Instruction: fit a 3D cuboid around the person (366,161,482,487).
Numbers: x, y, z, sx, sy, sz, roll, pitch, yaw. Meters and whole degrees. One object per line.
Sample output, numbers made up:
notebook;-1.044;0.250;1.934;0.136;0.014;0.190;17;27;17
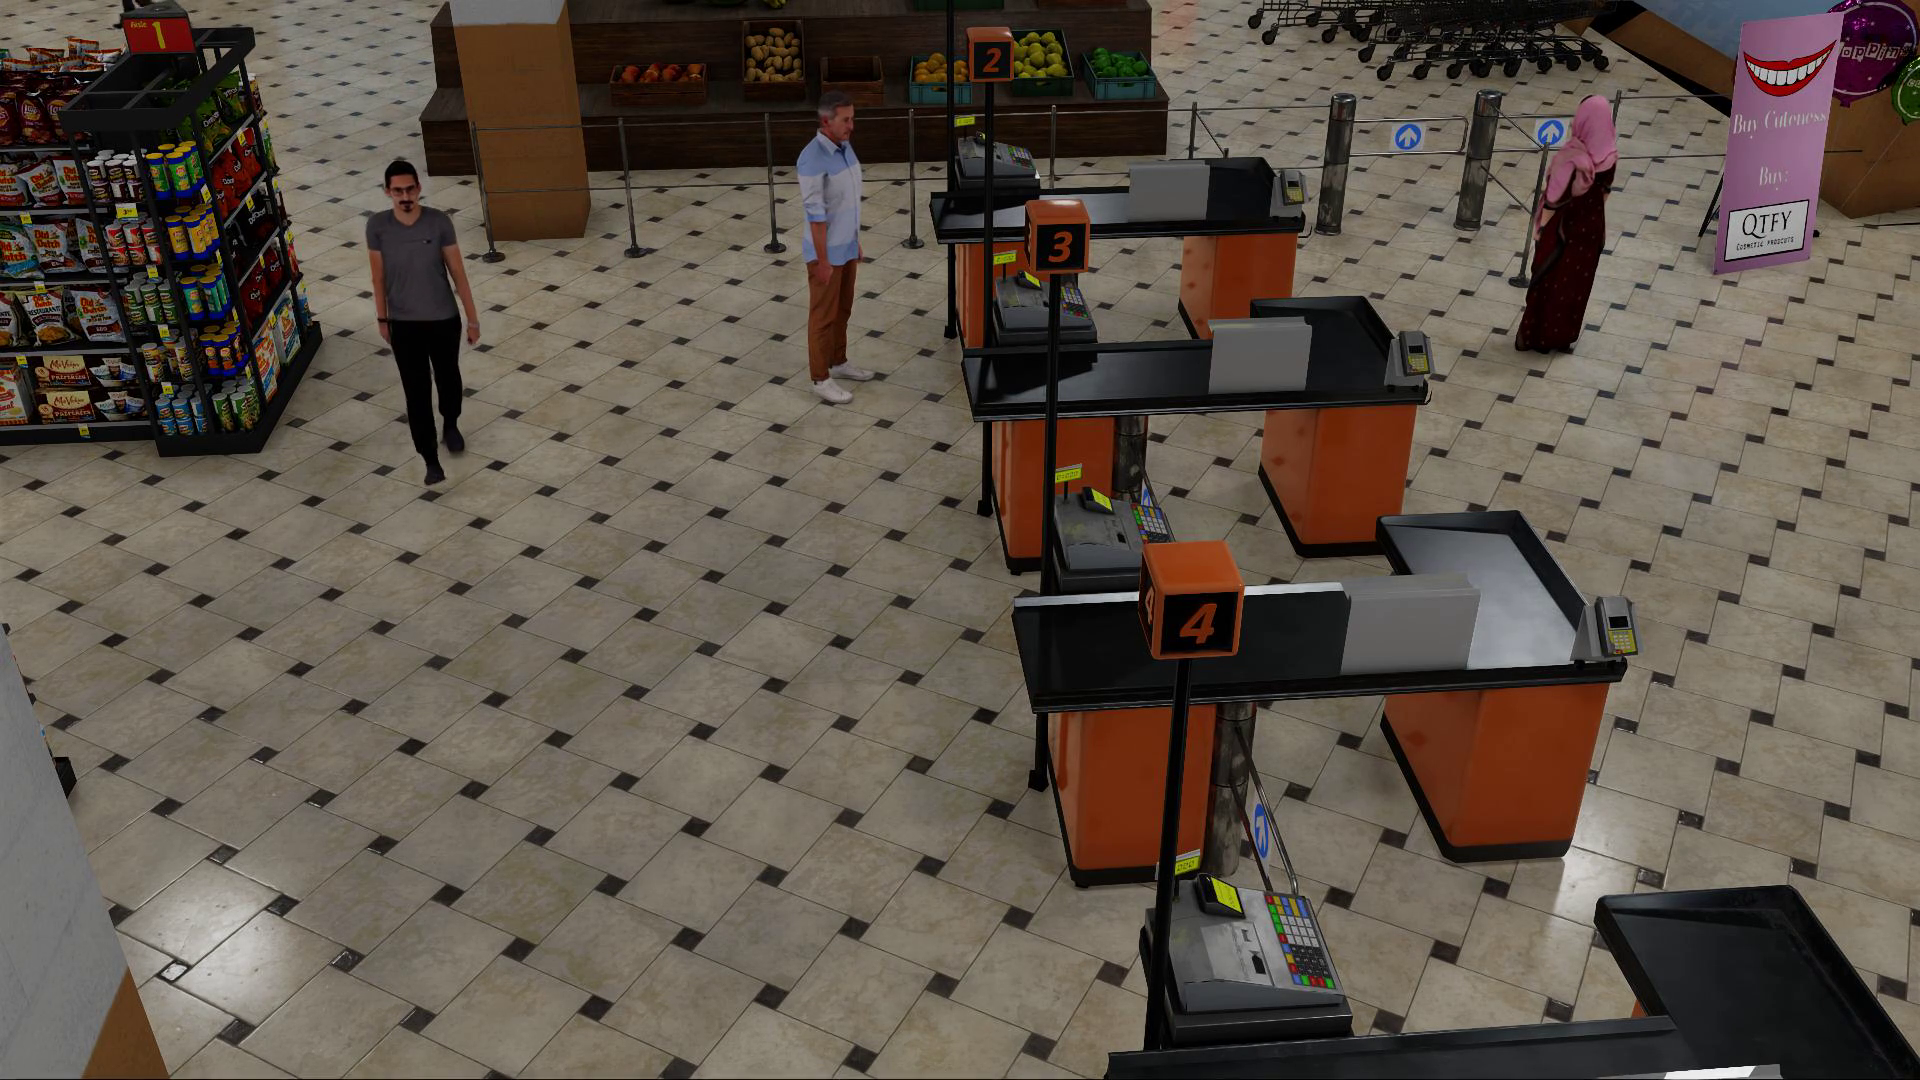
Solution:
person;-2.899;-1.218;8.992;1.091;1.718;0.921;-11;34;-17

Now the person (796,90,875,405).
person;-0.749;-1.722;9.703;0.740;1.822;0.766;11;34;18

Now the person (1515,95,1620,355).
person;3.760;-1.930;10.211;0.625;1.638;0.780;-11;33;-16
